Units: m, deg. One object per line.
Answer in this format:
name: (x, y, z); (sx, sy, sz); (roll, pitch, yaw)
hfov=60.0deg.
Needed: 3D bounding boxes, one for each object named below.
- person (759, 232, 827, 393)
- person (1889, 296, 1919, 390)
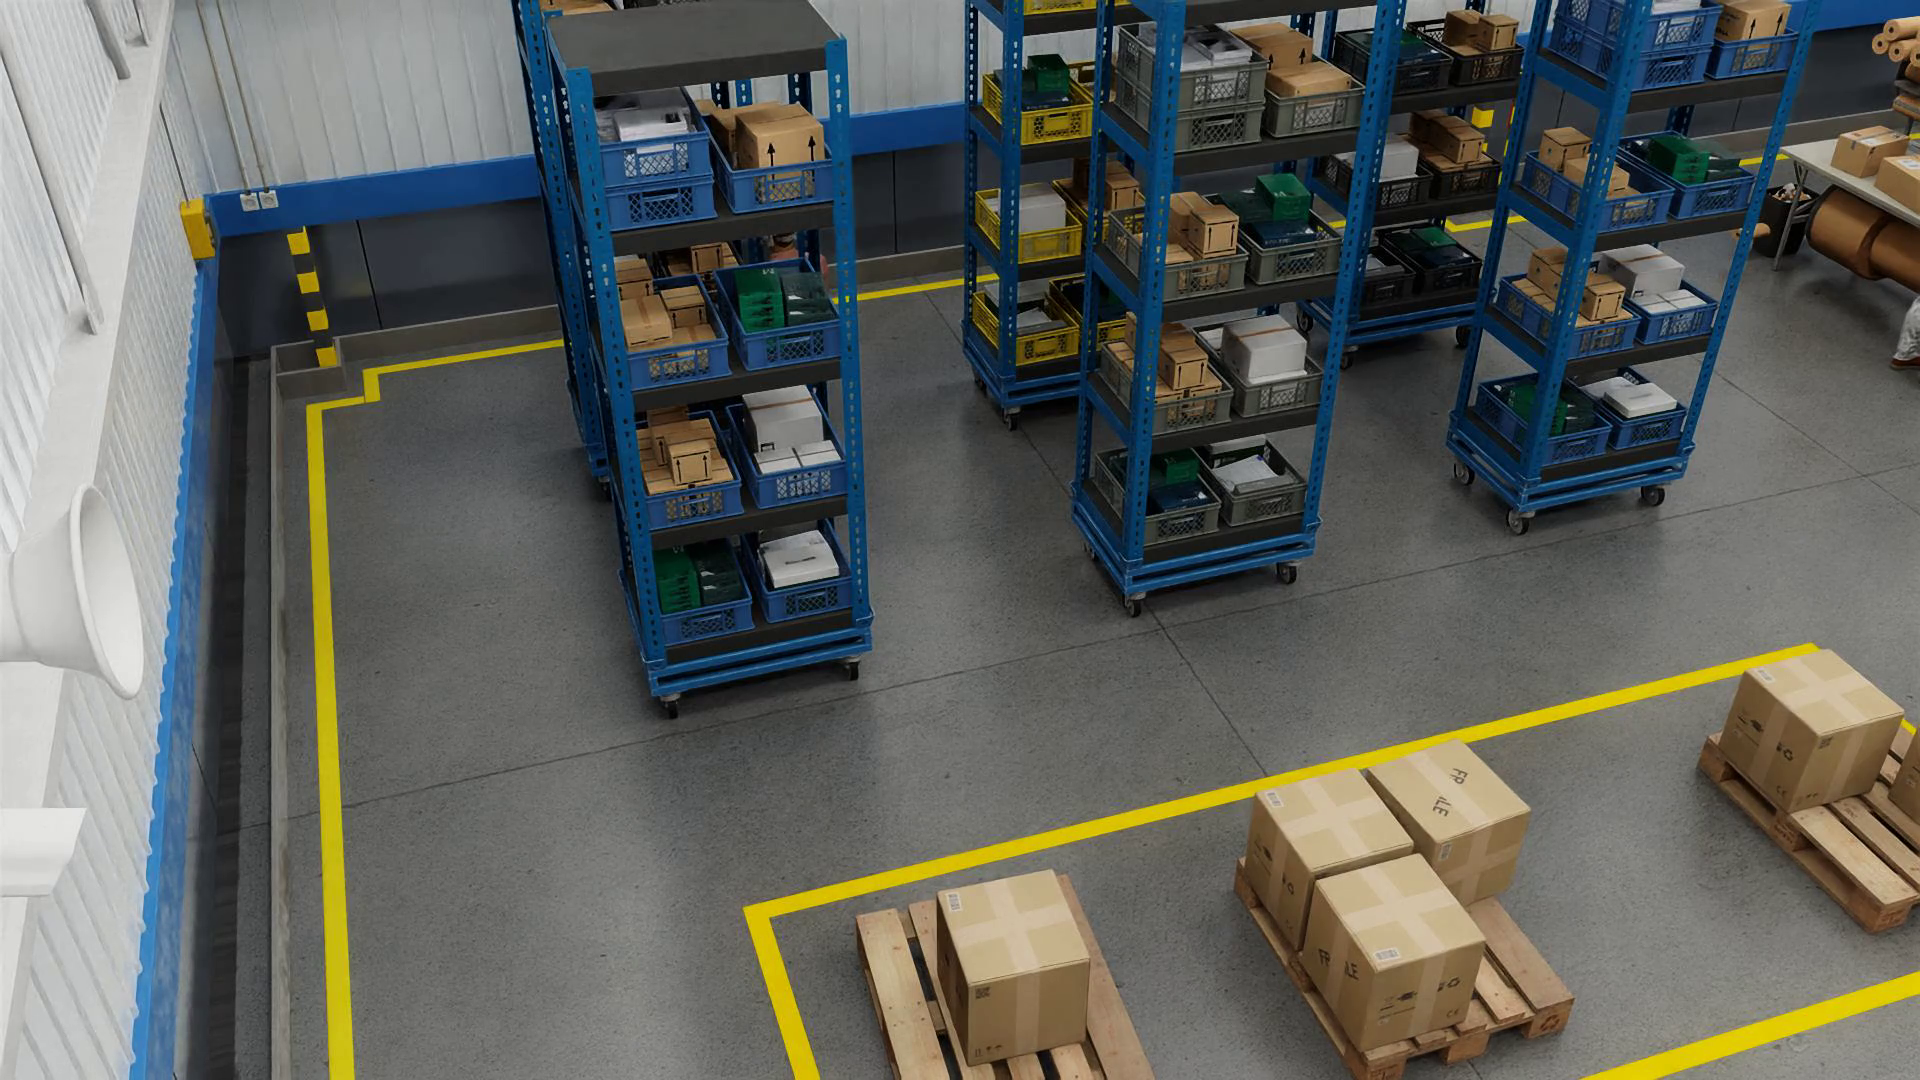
person: (-1.058, -1.141, 10.180); (0.620, 1.982, 0.412); (-29, 45, -35)
person: (6.881, -1.957, 11.381); (0.368, 1.931, 0.630); (-7, 36, -10)
